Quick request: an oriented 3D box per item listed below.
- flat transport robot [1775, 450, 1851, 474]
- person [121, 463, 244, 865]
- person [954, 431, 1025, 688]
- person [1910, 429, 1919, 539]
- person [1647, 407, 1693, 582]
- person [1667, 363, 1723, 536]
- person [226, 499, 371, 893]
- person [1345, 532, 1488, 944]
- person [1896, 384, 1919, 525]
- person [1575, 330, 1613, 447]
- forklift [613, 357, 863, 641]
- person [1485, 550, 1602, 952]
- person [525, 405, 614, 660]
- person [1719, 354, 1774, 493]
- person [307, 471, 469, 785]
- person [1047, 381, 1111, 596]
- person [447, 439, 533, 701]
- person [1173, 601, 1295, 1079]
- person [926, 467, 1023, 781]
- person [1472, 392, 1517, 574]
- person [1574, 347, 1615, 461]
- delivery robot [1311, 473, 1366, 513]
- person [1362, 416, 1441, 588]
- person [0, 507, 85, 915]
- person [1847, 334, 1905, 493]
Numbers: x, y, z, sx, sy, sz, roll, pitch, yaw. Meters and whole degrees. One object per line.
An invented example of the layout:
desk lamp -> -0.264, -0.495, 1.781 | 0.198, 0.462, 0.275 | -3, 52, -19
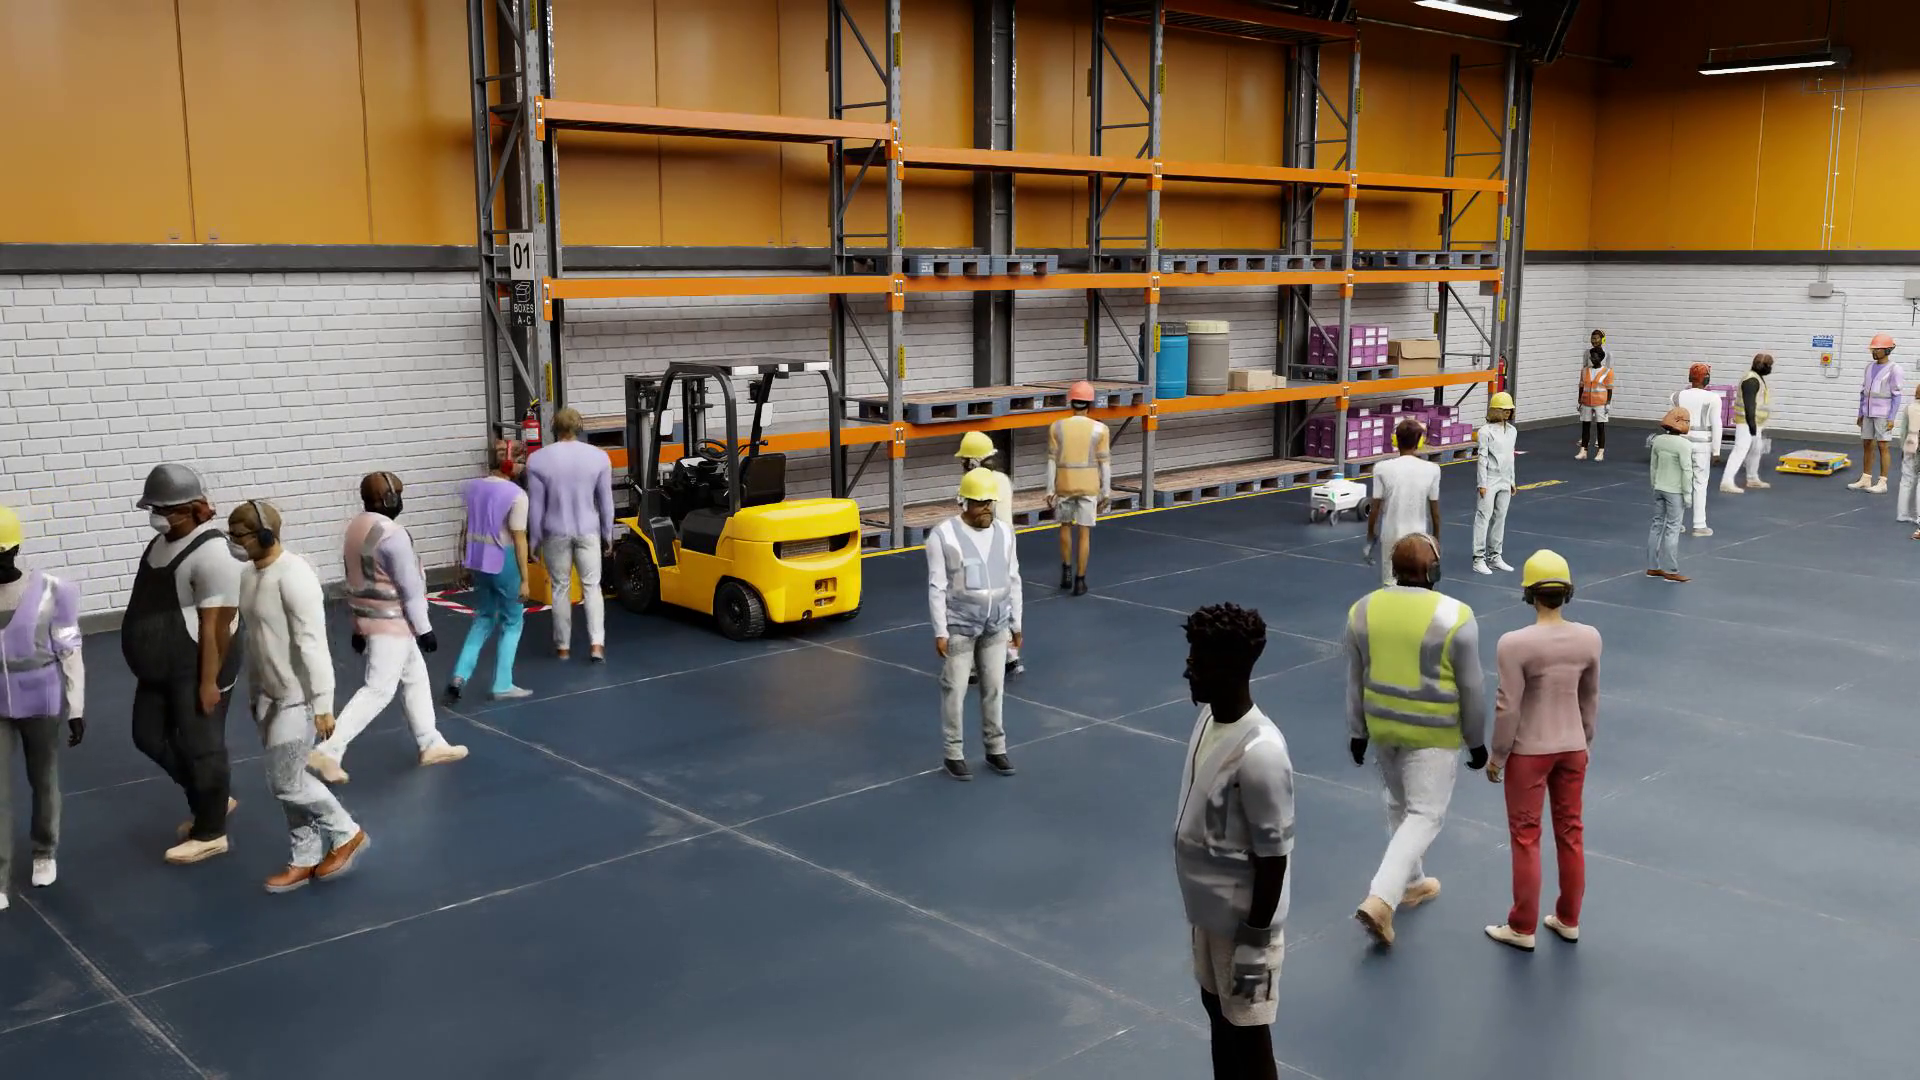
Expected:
flat transport robot -> 12.080, -1.105, 23.521 | 0.652, 0.197, 1.431 | 8, 13, 39
person -> -3.880, 0.608, 8.319 | 0.706, 2.000, 0.536 | 8, 13, 39
person -> 0.157, 0.142, 11.676 | 0.412, 1.827, 0.619 | 5, 11, 28
person -> 10.470, -0.902, 17.708 | 0.575, 1.861, 0.363 | 9, 13, 42
person -> 6.667, -0.430, 15.586 | 0.279, 1.633, 0.497 | -3, 10, -16
person -> 7.984, -0.980, 18.079 | 0.350, 1.882, 0.583 | -8, 13, -41
person -> -3.173, 0.748, 7.879 | 0.687, 1.916, 0.459 | 9, 13, 42
person -> 2.006, 0.868, 7.468 | 0.869, 1.815, 0.626 | -9, 13, -42
person -> 10.879, -0.986, 18.832 | 0.310, 1.636, 0.522 | -4, 10, -20
person -> 10.138, -2.422, 26.557 | 0.316, 1.870, 0.531 | -9, 13, -43
forklift -> -1.847, -0.414, 13.852 | 1.214, 2.155, 2.313 | -9, 13, -42
person -> 2.546, 0.920, 7.304 | 0.527, 1.765, 0.328 | -3, 10, -17
person -> -2.912, -0.042, 12.463 | 0.637, 1.945, 0.399 | -3, 10, -17
person -> 10.251, -1.517, 21.542 | 0.537, 1.795, 0.782 | 6, 11, 32
person -> -3.389, 0.500, 9.669 | 0.934, 1.802, 0.625 | -7, 12, -36
person -> 1.080, -0.469, 14.983 | 0.566, 1.915, 0.569 | 2, 10, 12
person -> -3.186, 0.224, 11.247 | 0.629, 1.811, 0.540 | 7, 12, 36
person -> 0.860, 1.160, 5.305 | 0.369, 1.965, 0.608 | -1, 10, -8
person -> 0.098, 0.482, 9.687 | 0.606, 1.828, 0.404 | -5, 11, -26
person -> 5.156, -0.547, 15.955 | 0.487, 1.744, 0.296 | -6, 11, -32
person -> 9.420, -2.019, 24.705 | 0.315, 1.696, 0.541 | -9, 13, -43
delivery robot -> 4.324, -0.520, 18.991 | 0.707, 0.478, 0.477 | -9, 13, -43
person -> 3.275, 0.011, 12.345 | 0.552, 1.859, 0.575 | 1, 10, 4
person -> -4.397, 0.786, 7.726 | 0.602, 1.879, 0.940 | -3, 10, -19
person -> 11.782, -1.625, 21.385 | 0.375, 2.043, 0.611 | -2, 10, -14
